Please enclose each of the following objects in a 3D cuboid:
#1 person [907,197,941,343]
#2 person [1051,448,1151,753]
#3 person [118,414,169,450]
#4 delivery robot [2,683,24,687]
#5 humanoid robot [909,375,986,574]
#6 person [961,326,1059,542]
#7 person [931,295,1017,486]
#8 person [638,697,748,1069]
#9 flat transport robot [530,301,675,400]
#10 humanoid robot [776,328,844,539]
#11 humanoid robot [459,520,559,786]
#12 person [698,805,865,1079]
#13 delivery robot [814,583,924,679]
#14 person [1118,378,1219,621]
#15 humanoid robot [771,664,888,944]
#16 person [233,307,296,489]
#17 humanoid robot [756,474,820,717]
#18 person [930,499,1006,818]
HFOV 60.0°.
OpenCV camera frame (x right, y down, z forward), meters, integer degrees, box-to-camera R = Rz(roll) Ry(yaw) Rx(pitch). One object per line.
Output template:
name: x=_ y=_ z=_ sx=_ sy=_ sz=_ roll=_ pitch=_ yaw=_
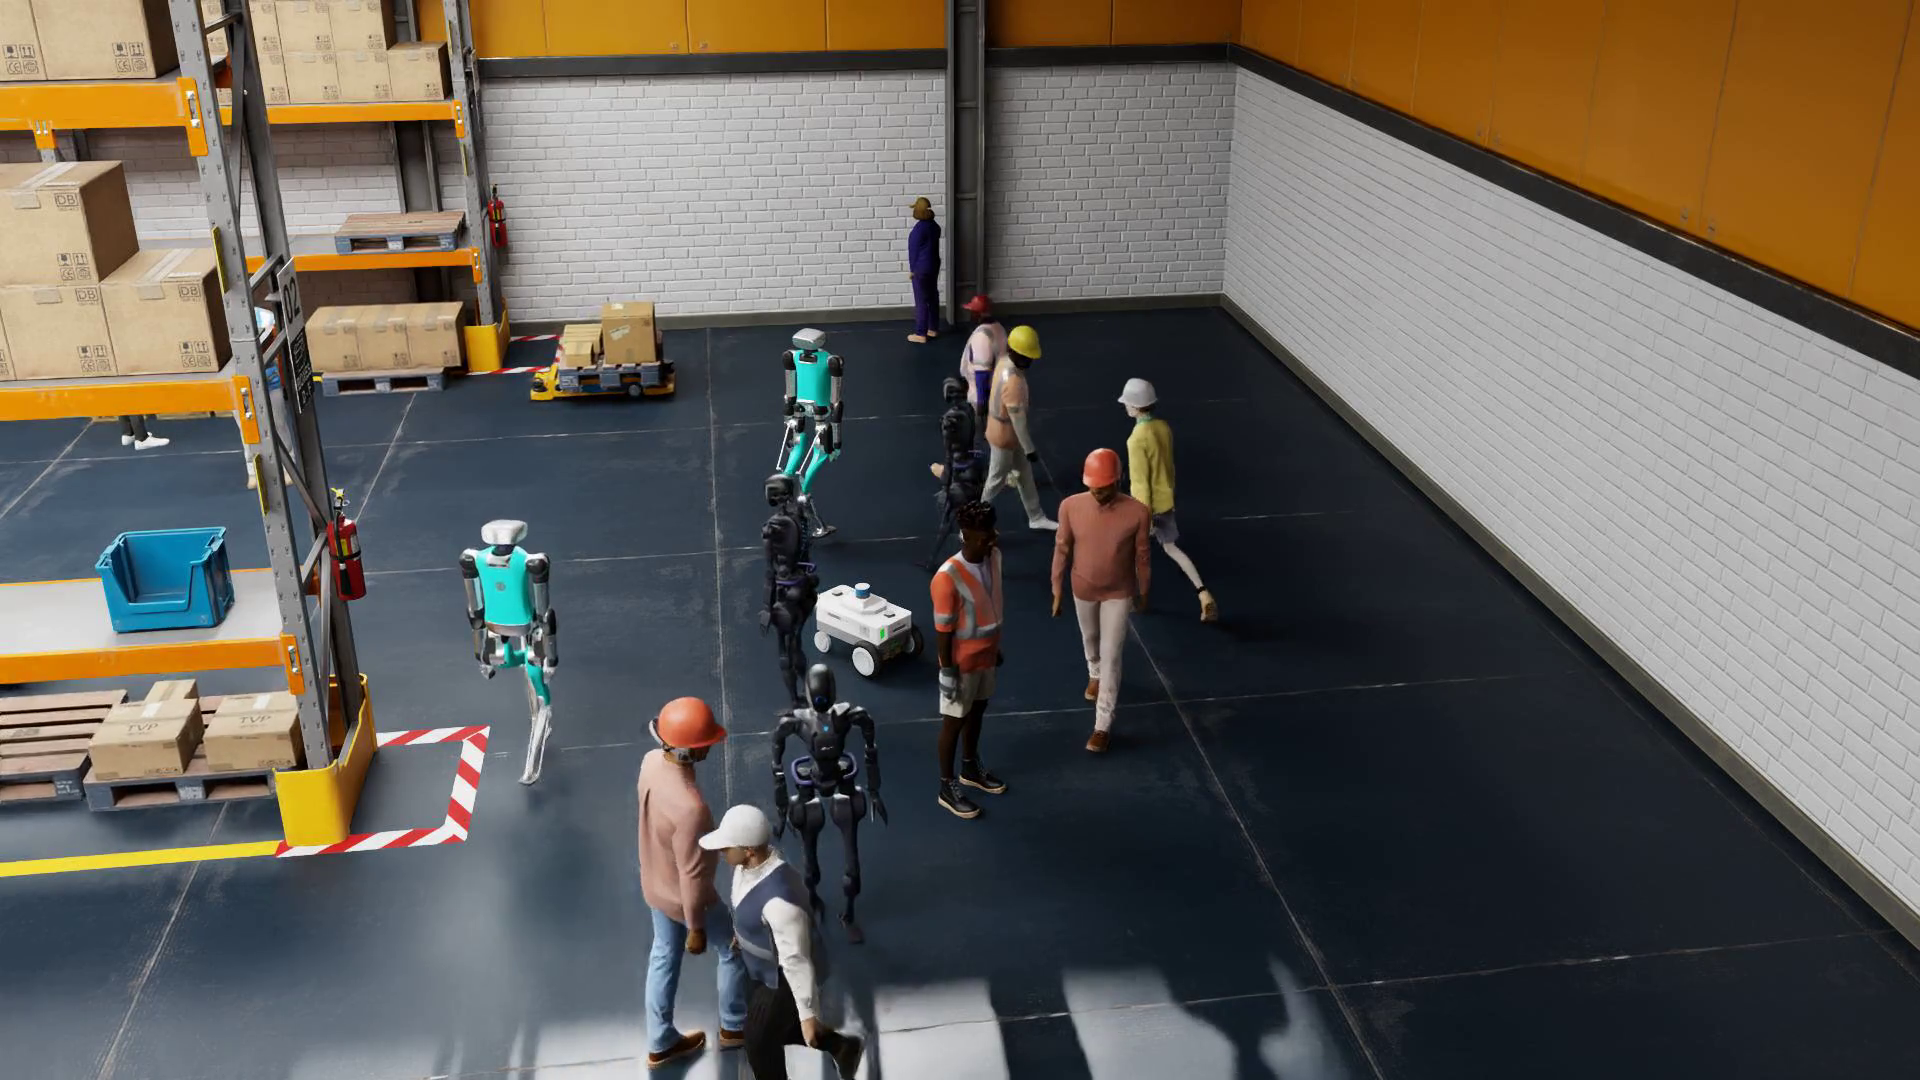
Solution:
person: x=-0.412 y=-3.035 z=18.633 sx=0.354 sy=1.618 sz=0.448 roll=15 pitch=28 yaw=31
person: x=0.901 y=0.297 z=10.667 sx=0.623 sy=1.938 sz=1.055 roll=7 pitch=25 yaw=15
person: x=-7.749 y=-1.760 z=15.418 sx=0.528 sy=1.868 sz=0.310 roll=17 pitch=29 yaw=34
delivery robot: x=-6.711 y=0.675 z=11.491 sx=0.785 sy=0.585 sz=0.499 roll=0 pitch=24 yaw=0
humanoid robot: x=-0.028 y=-0.488 z=12.776 sx=0.723 sy=1.634 sz=0.602 roll=10 pitch=25 yaw=21
person: x=0.414 y=-0.841 z=13.342 sx=0.847 sy=1.852 sz=0.595 roll=0 pitch=24 yaw=1
person: x=0.151 y=-1.297 z=14.534 sx=0.862 sy=1.717 sz=0.654 roll=9 pitch=25 yaw=20
person: x=-1.174 y=1.575 z=7.705 sx=0.772 sy=1.954 sz=0.623 roll=-15 pitch=28 yaw=-31
flat transport robot: x=-3.677 y=-1.659 z=17.175 sx=1.431 sy=0.231 sz=0.659 roll=-3 pitch=24 yaw=-7
humanoid robot: x=-1.263 y=-0.792 z=13.208 sx=0.533 sy=1.677 sz=0.735 roll=11 pitch=26 yaw=23
humanoid robot: x=-2.649 y=0.624 z=10.134 sx=0.542 sy=1.734 sz=0.982 roll=2 pitch=24 yaw=5
person: x=-0.754 y=1.878 z=7.309 sx=0.699 sy=1.718 sz=0.804 roll=-12 pitch=27 yaw=-26
delivery robot: x=-0.661 y=0.608 z=11.680 sx=0.811 sy=0.613 sz=0.499 roll=20 pitch=30 yaw=37
person: x=1.463 y=-0.258 z=12.033 sx=0.881 sy=1.852 sz=0.494 roll=20 pitch=31 yaw=38
humanoid robot: x=-0.683 y=1.322 z=8.648 sx=0.606 sy=1.633 sz=0.463 roll=-6 pitch=24 yaw=-13
person: x=-6.167 y=-1.345 z=14.521 sx=0.628 sy=1.838 sz=0.430 roll=-6 pitch=24 yaw=-14
humanoid robot: x=-1.107 y=0.365 z=10.816 sx=0.341 sy=1.649 sz=0.616 roll=9 pitch=25 yaw=20
person: x=0.069 y=0.669 z=9.762 sx=0.367 sy=1.964 sz=0.608 roll=15 pitch=28 yaw=31
